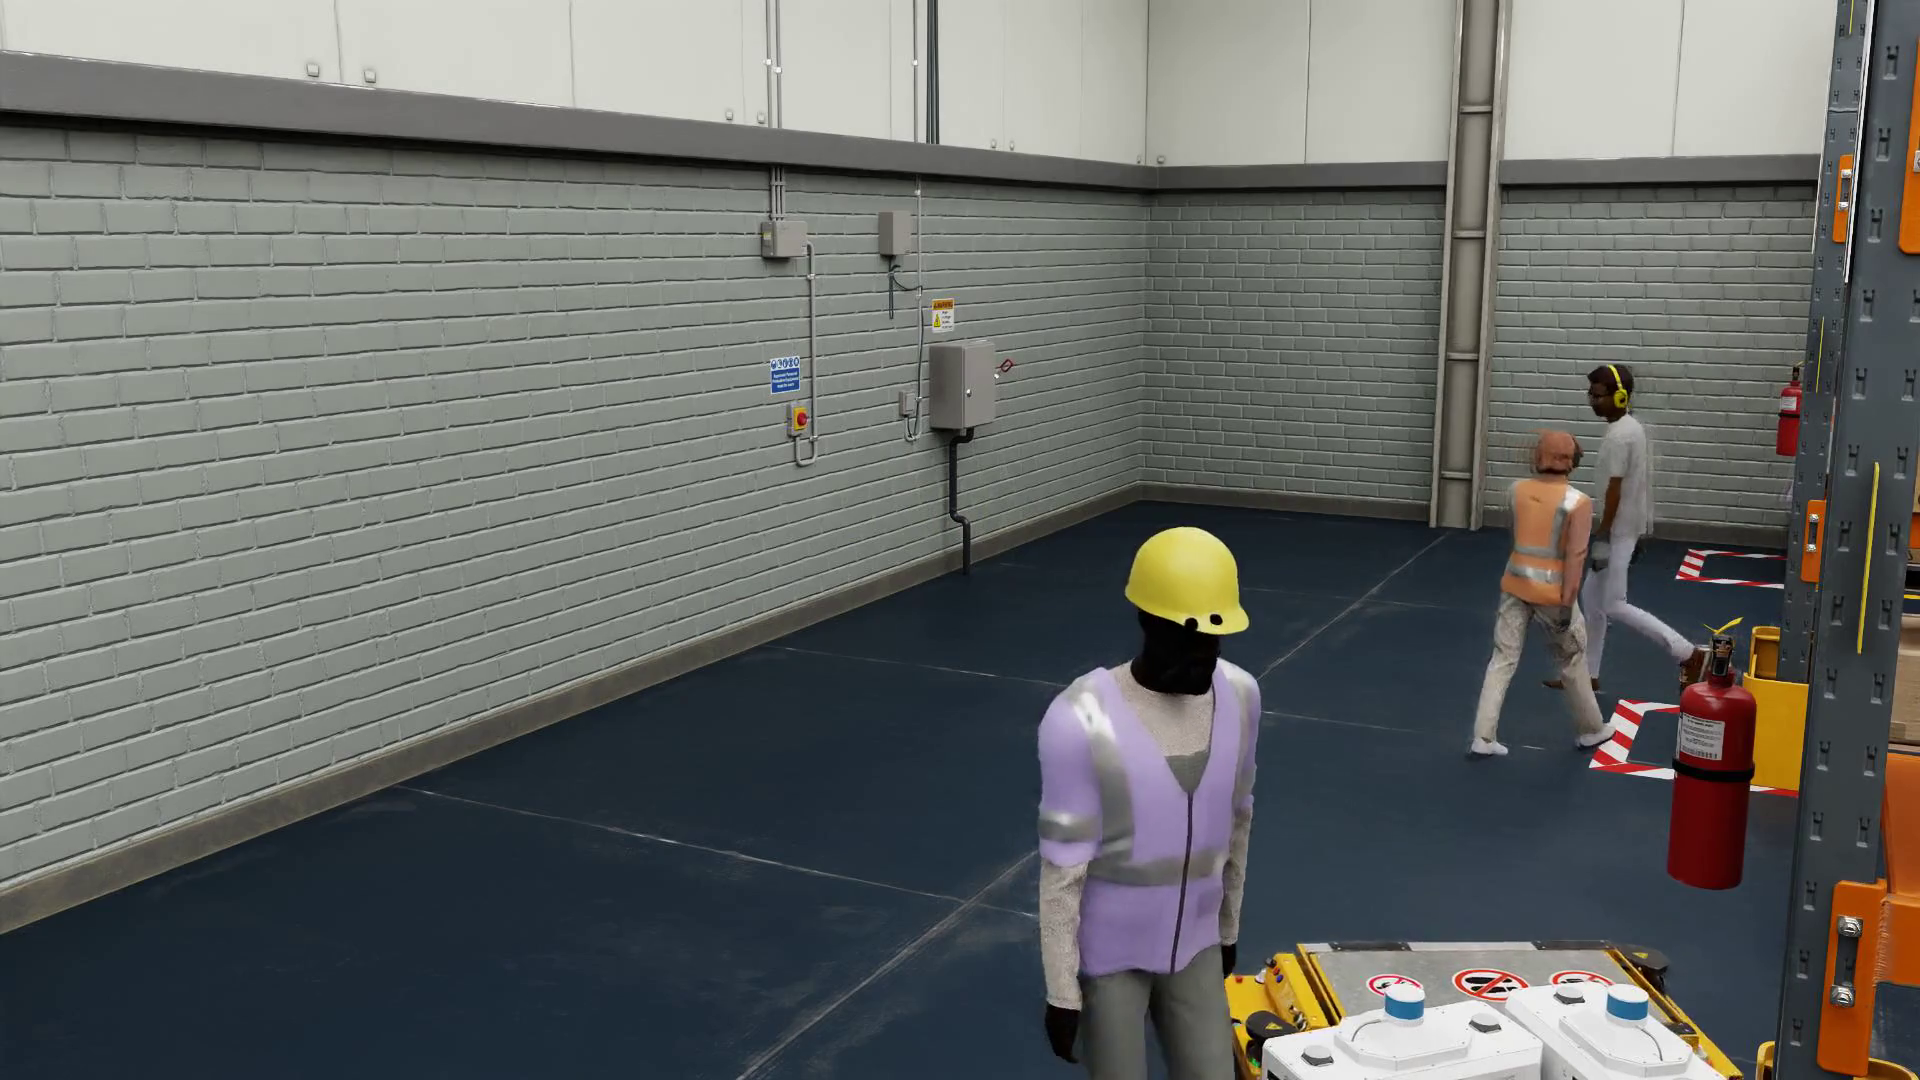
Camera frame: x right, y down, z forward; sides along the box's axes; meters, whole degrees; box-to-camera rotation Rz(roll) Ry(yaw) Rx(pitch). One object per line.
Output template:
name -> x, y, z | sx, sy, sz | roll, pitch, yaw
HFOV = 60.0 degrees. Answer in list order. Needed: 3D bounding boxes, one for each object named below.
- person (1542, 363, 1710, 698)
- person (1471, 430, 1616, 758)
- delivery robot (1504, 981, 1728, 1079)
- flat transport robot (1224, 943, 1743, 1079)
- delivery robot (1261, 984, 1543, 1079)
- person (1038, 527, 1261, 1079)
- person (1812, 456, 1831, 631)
person -> 3.629, -0.030, 8.966 | 0.777, 1.845, 0.535 | 4, 11, 23
person -> 2.822, 0.261, 8.036 | 0.834, 1.592, 0.505 | -7, 13, -35
delivery robot -> 1.734, 1.410, 4.356 | 0.477, 0.478, 0.707 | -2, 11, -12
flat transport robot -> 1.549, 1.460, 5.112 | 1.431, 0.197, 0.652 | 0, 10, -1
delivery robot -> 1.154, 1.409, 4.360 | 0.707, 0.478, 0.477 | -4, 11, -20
person -> 0.424, 0.892, 3.739 | 0.598, 1.905, 0.518 | -6, 12, -28
person -> 5.115, -0.149, 9.445 | 0.446, 1.894, 0.645 | 3, 11, 16
